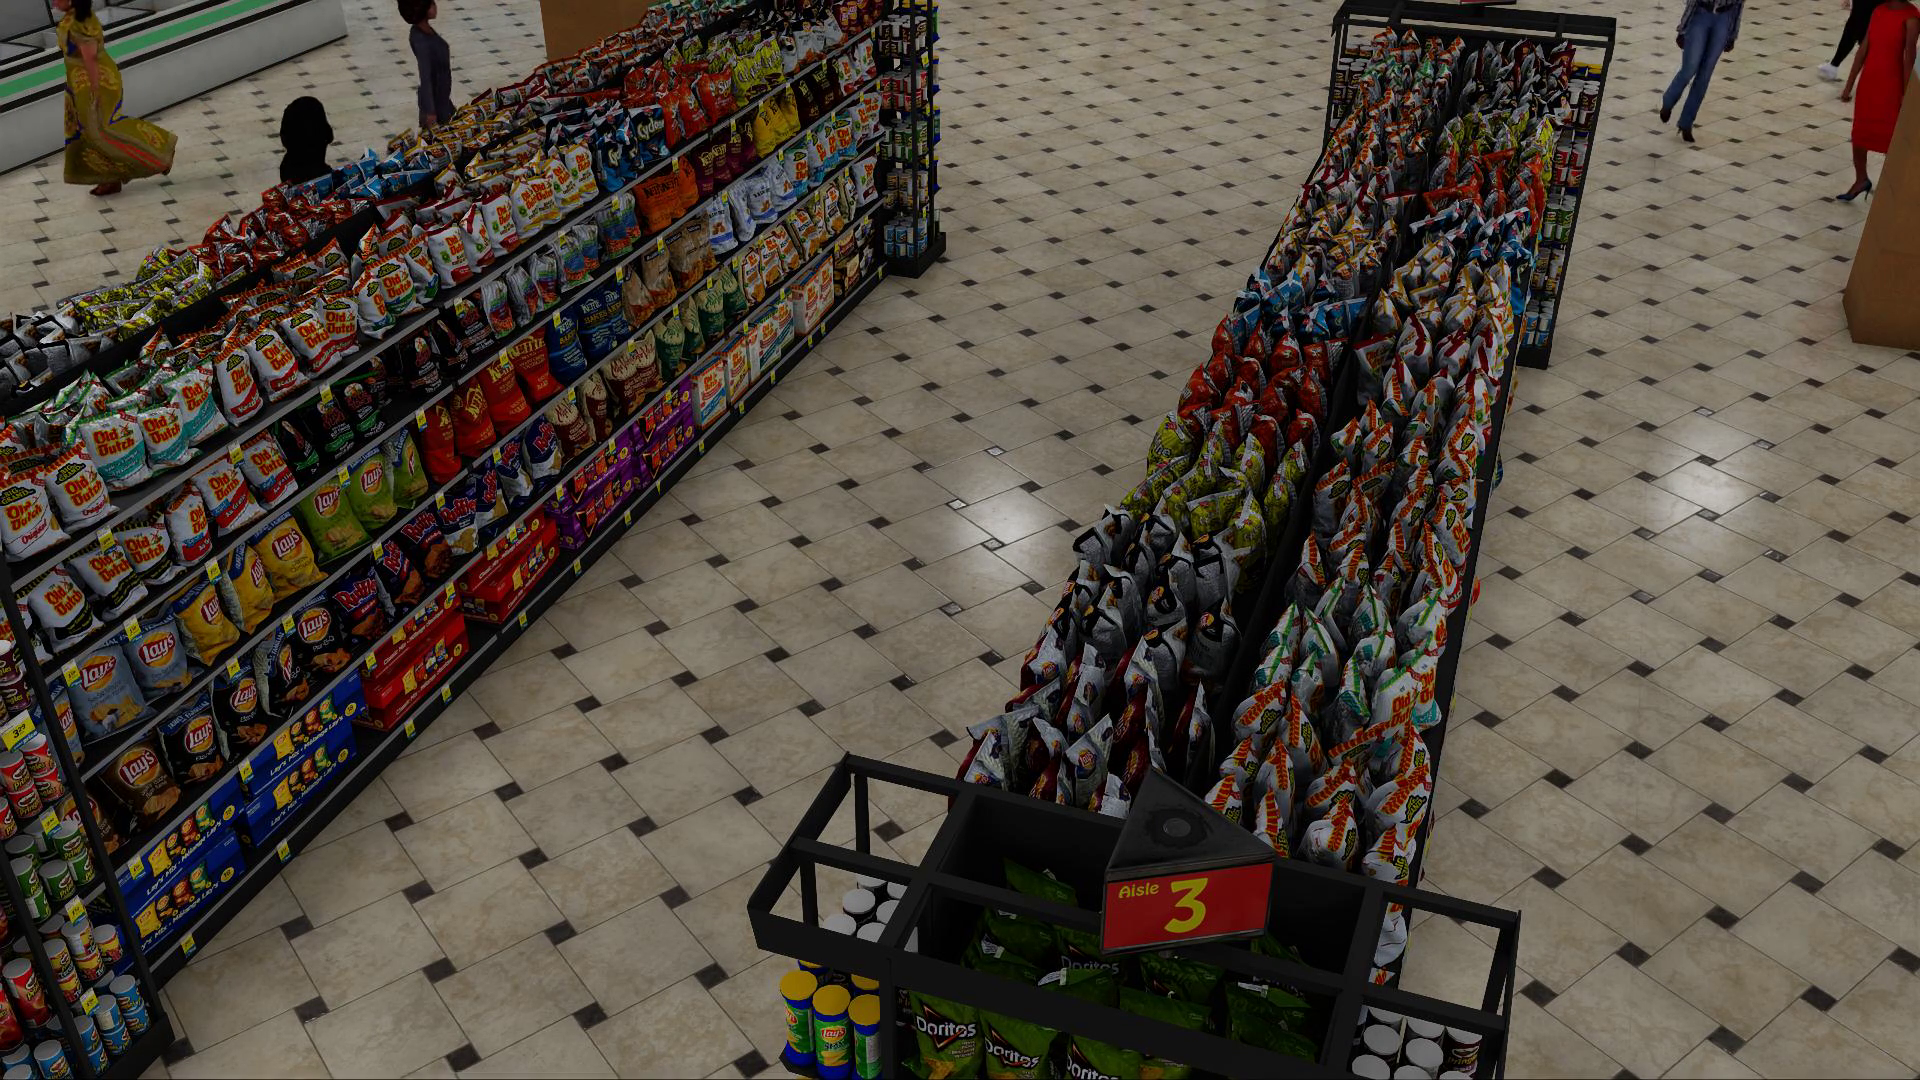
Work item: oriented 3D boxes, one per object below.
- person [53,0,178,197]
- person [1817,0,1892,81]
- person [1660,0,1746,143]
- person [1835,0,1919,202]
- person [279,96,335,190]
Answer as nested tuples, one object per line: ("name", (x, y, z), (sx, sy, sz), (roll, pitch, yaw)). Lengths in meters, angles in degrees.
("person", (-6.367, -3.390, 12.422), (1.235, 1.644, 1.135), (-17, 36, -26))
("person", (8.065, -4.757, 14.657), (0.982, 1.603, 1.166), (-7, 33, -11))
("person", (6.042, -4.171, 13.548), (0.768, 1.781, 0.817), (-1, 32, -2))
("person", (6.802, -3.293, 12.194), (0.904, 1.720, 0.832), (-18, 36, -27))
("person", (-3.620, -1.533, 9.301), (0.741, 1.789, 1.189), (16, 35, 24))
